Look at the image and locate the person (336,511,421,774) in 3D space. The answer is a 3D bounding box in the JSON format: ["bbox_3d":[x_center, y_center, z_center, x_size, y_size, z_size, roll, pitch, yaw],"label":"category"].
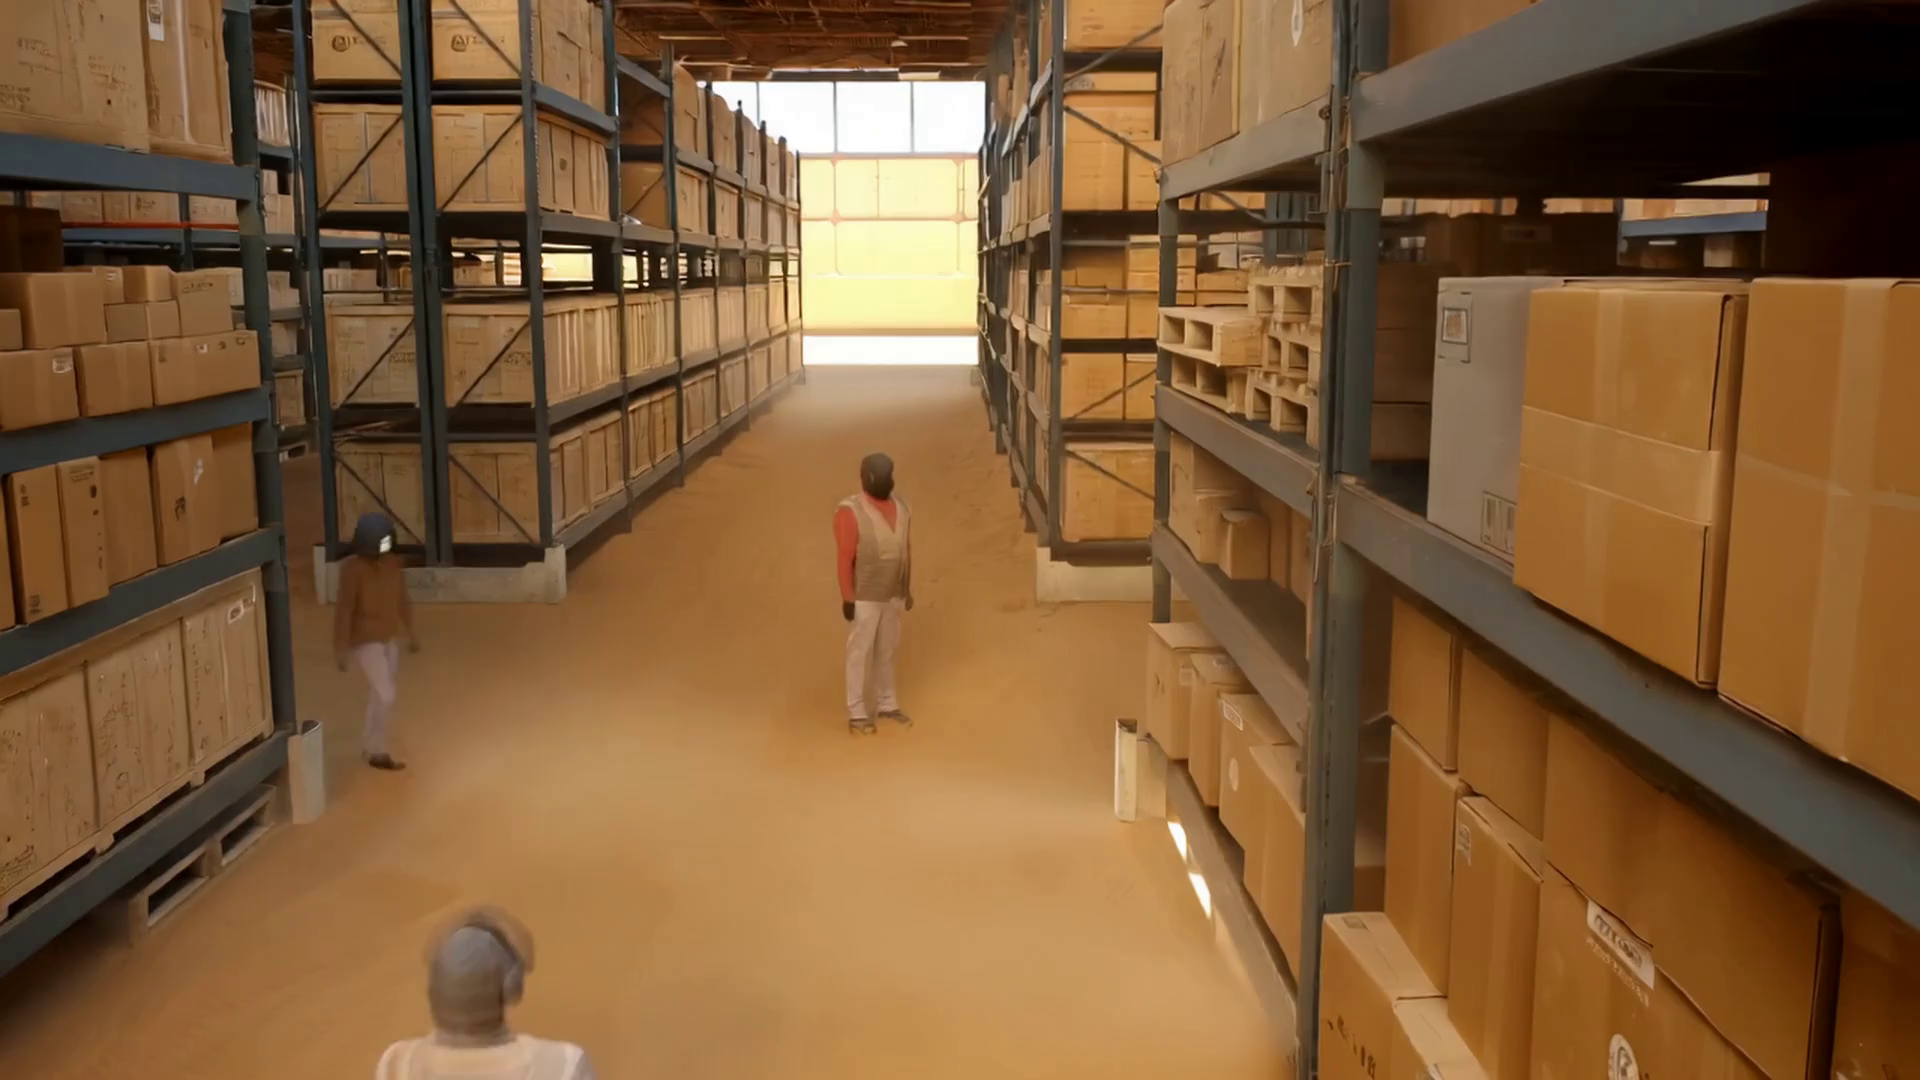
[{"bbox_3d":[-3.463,0.618,9.916,0.402,1.607,0.609,3,10,19],"label":"person"}]

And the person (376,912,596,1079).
[{"bbox_3d":[-1.044,1.635,3.780,0.526,1.593,0.884,2,10,13],"label":"person"}]

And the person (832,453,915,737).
[{"bbox_3d":[-0.532,0.349,10.897,0.429,1.845,0.621,8,12,42],"label":"person"}]
